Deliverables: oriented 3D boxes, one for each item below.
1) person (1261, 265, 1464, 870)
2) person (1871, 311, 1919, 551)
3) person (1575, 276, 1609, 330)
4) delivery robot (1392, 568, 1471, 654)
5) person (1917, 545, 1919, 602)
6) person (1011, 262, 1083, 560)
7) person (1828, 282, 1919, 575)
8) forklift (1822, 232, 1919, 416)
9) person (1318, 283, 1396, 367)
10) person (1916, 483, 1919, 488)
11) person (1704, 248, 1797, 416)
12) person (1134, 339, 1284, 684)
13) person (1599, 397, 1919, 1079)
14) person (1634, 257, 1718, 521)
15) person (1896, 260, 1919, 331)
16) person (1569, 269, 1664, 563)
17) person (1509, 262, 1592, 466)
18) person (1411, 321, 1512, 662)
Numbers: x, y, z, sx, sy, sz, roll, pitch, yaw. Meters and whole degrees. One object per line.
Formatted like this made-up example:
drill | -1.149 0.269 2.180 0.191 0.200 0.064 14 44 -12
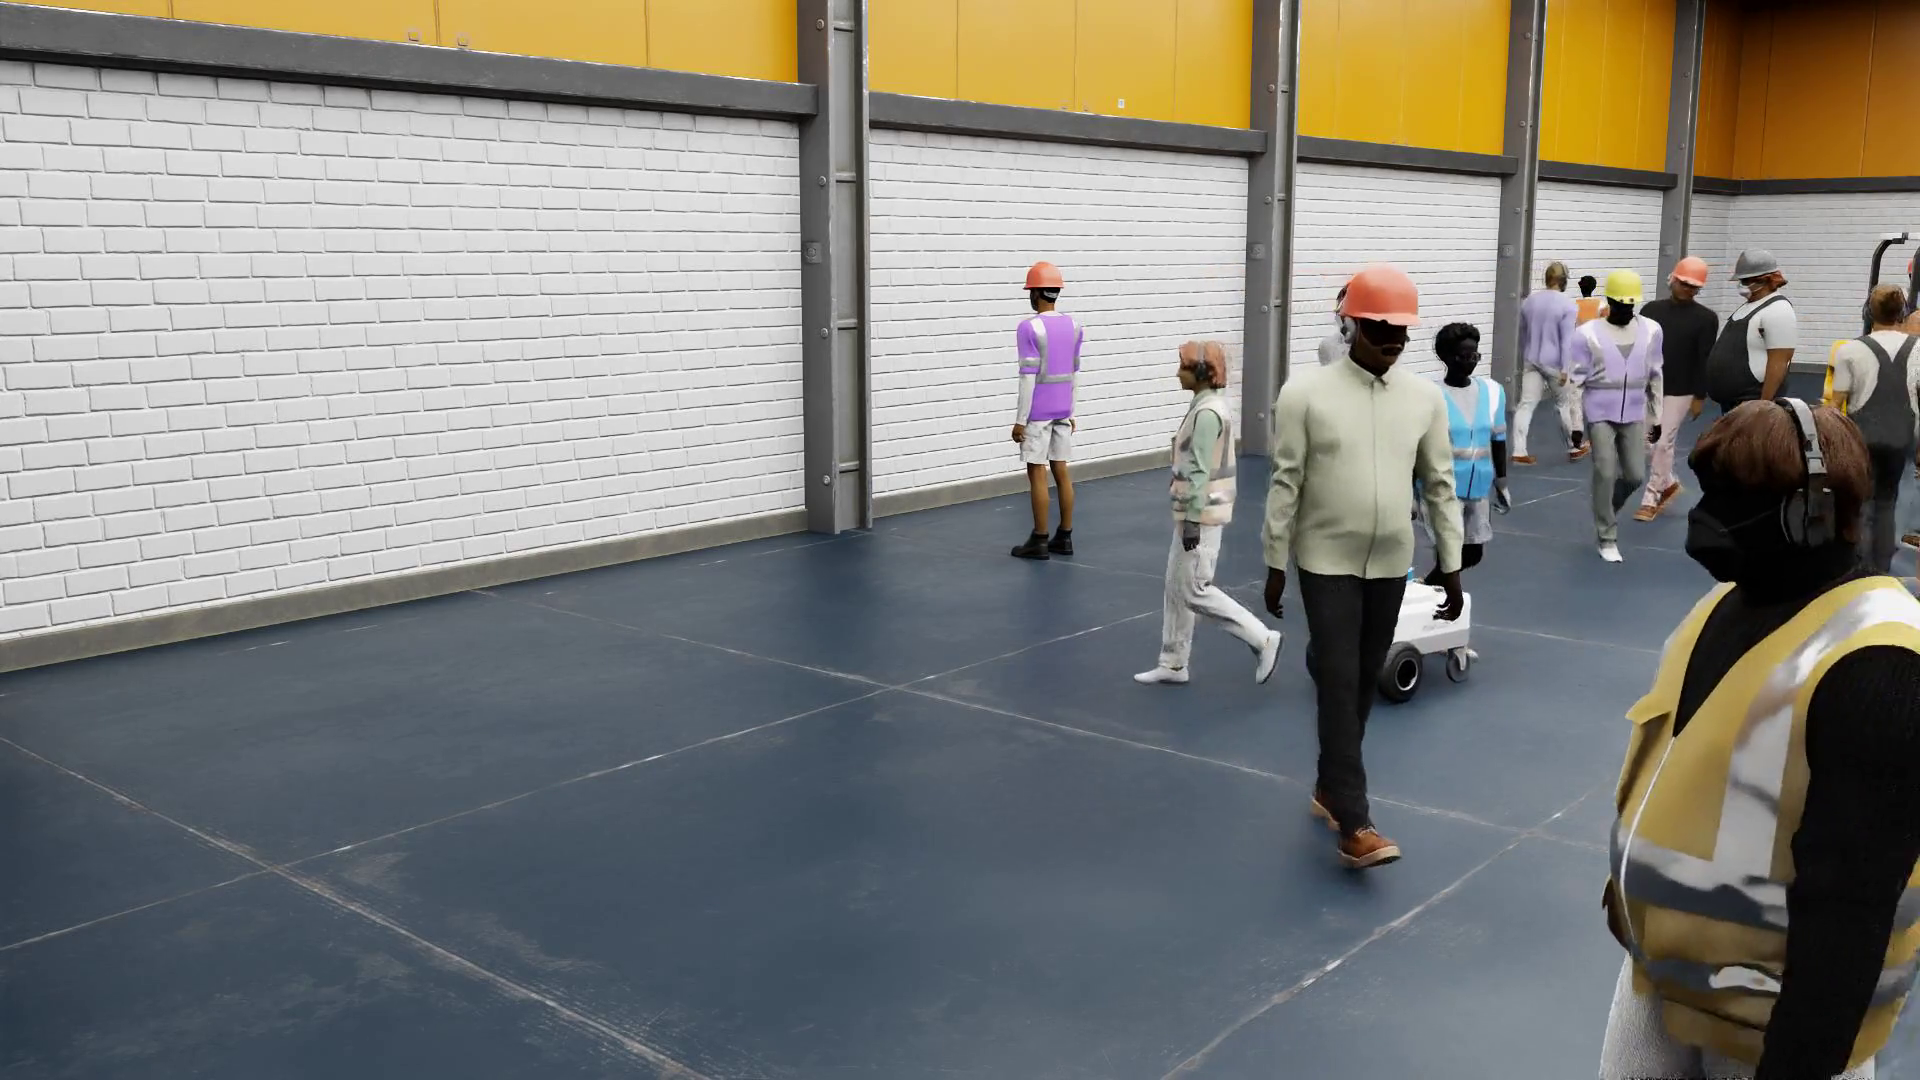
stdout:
person | 1.381 0.090 5.500 0.648 1.959 0.829 -3 10 -15
person | 6.318 -0.711 11.044 0.546 1.610 0.523 -2 10 -14
person | 7.723 -2.416 20.559 0.531 1.694 0.320 3 10 14
delivery robot | 2.033 0.363 7.696 0.707 0.478 0.477 -7 12 -35
person | 3.762 0.161 6.092 0.526 1.611 0.764 1 10 6
person | 0.543 -0.839 10.877 0.553 1.935 0.361 -9 14 -43
person | 5.131 -0.522 9.363 0.539 1.833 0.483 2 10 10
forklift | 9.955 -1.972 16.595 2.313 2.155 1.214 1 10 8
person | 2.378 -0.635 10.060 0.515 1.822 0.969 4 11 23
person | 7.554 -1.024 12.628 0.496 1.678 0.920 0 10 1
person | 5.536 -1.041 11.730 0.536 2.000 0.677 1 10 5
person | 1.142 -0.104 7.588 0.605 1.620 0.527 0 10 3
person | 1.274 0.686 2.555 0.806 1.815 0.630 0 10 -2
person | 5.270 -1.118 12.406 0.580 1.961 0.691 -8 13 -38
person | 10.105 -2.029 17.652 0.552 1.937 0.356 3 10 17
person | 4.252 -0.812 10.843 0.633 1.891 0.634 0 10 0
person | 5.554 -1.639 15.569 1.003 1.888 0.636 -7 12 -36
person | 2.444 -0.267 8.367 0.543 1.674 0.709 -3 10 -15
